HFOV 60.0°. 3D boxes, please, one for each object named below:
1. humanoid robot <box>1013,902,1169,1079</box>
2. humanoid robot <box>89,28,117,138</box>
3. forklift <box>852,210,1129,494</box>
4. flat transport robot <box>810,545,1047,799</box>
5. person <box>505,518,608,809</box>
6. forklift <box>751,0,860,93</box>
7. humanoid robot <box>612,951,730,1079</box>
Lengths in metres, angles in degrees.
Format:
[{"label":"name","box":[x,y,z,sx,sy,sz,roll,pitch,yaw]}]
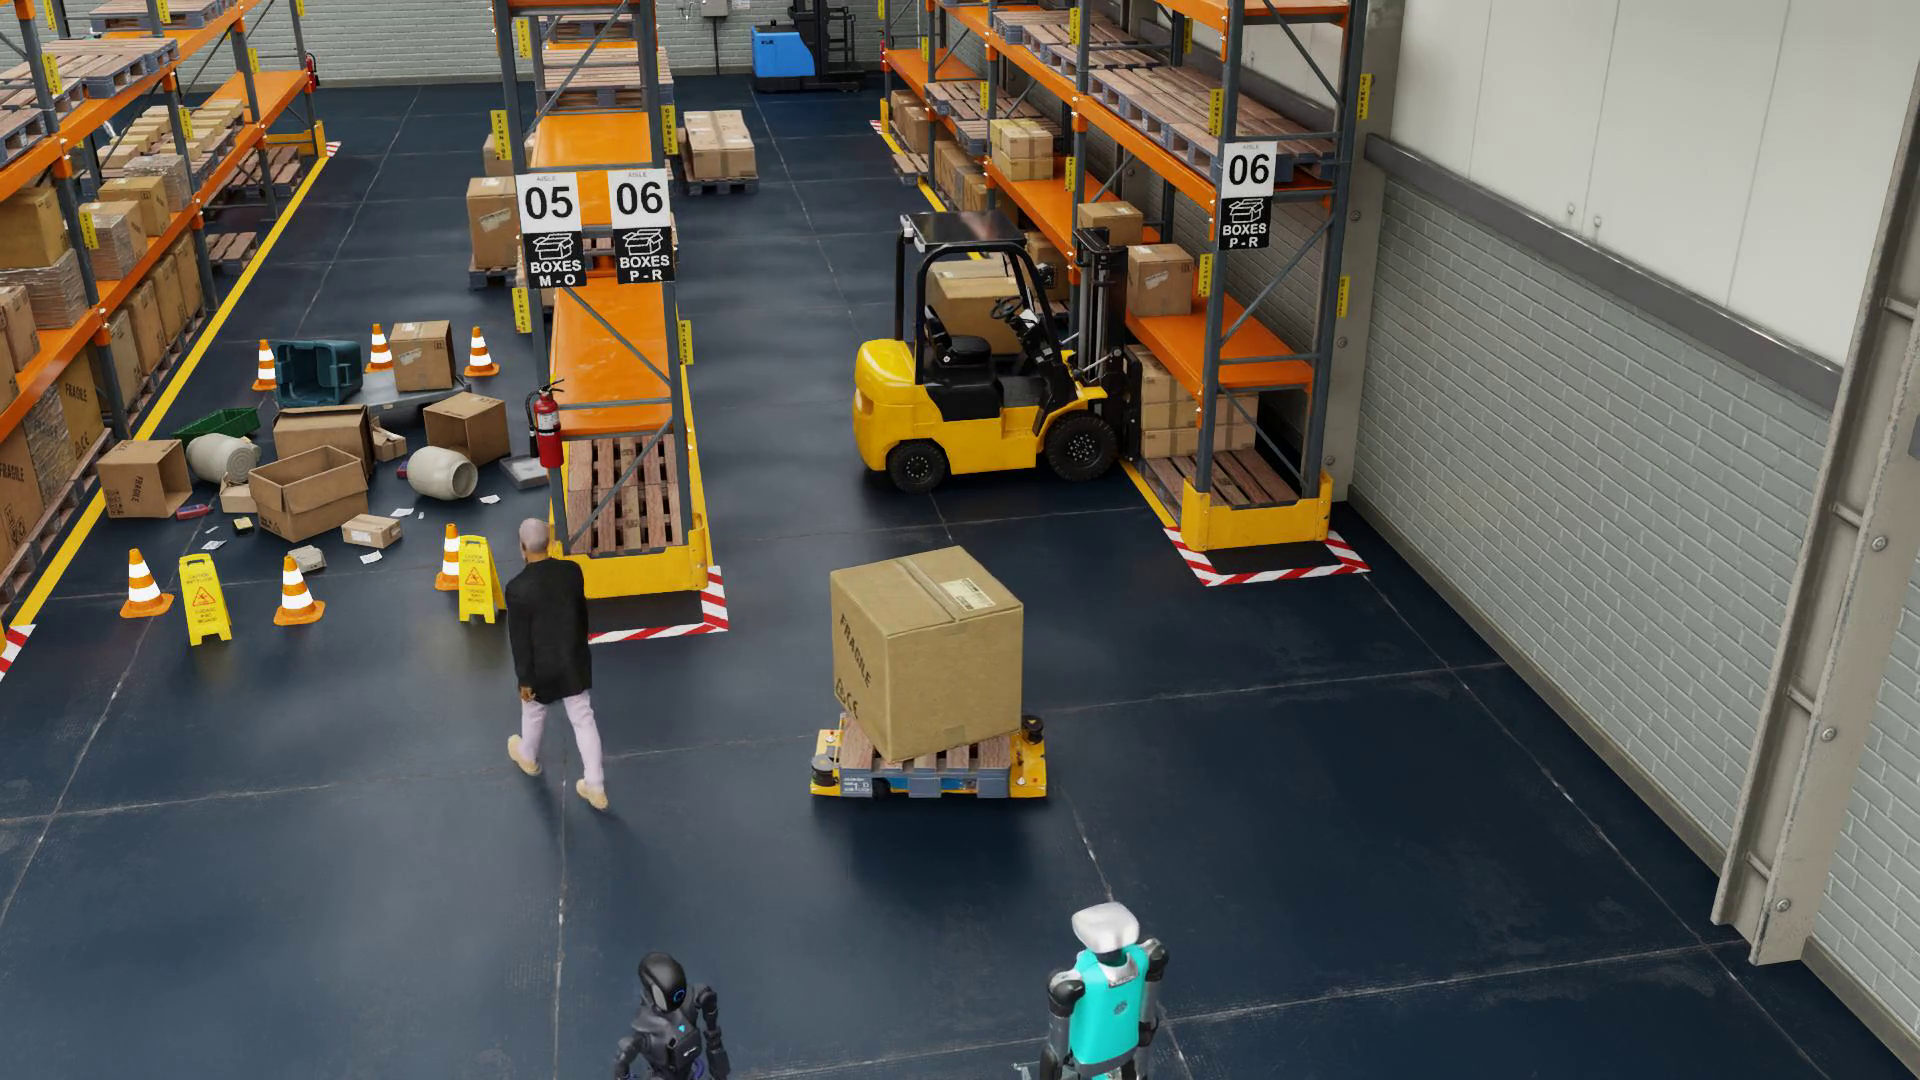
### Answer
[{"label":"humanoid robot","box":[0.452,2.152,6.885,0.545,1.747,0.685,-14,29,-27]},{"label":"humanoid robot","box":[-13.796,-7.309,26.800,0.541,1.904,0.729,-22,33,-38]},{"label":"forklift","box":[0.216,-1.659,14.366,2.313,2.155,1.214,-5,26,-10]},{"label":"flat transport robot","box":[-0.188,1.341,10.336,1.431,0.231,0.659,0,26,1]},{"label":"person","box":[-2.454,0.691,9.916,0.552,1.804,0.912,-20,32,-36]},{"label":"forklift","box":[-2.872,-9.679,30.288,1.873,2.768,1.129,-5,26,-10]},{"label":"humanoid robot","box":[-1.127,2.318,6.713,0.746,1.628,0.591,18,31,33]}]
